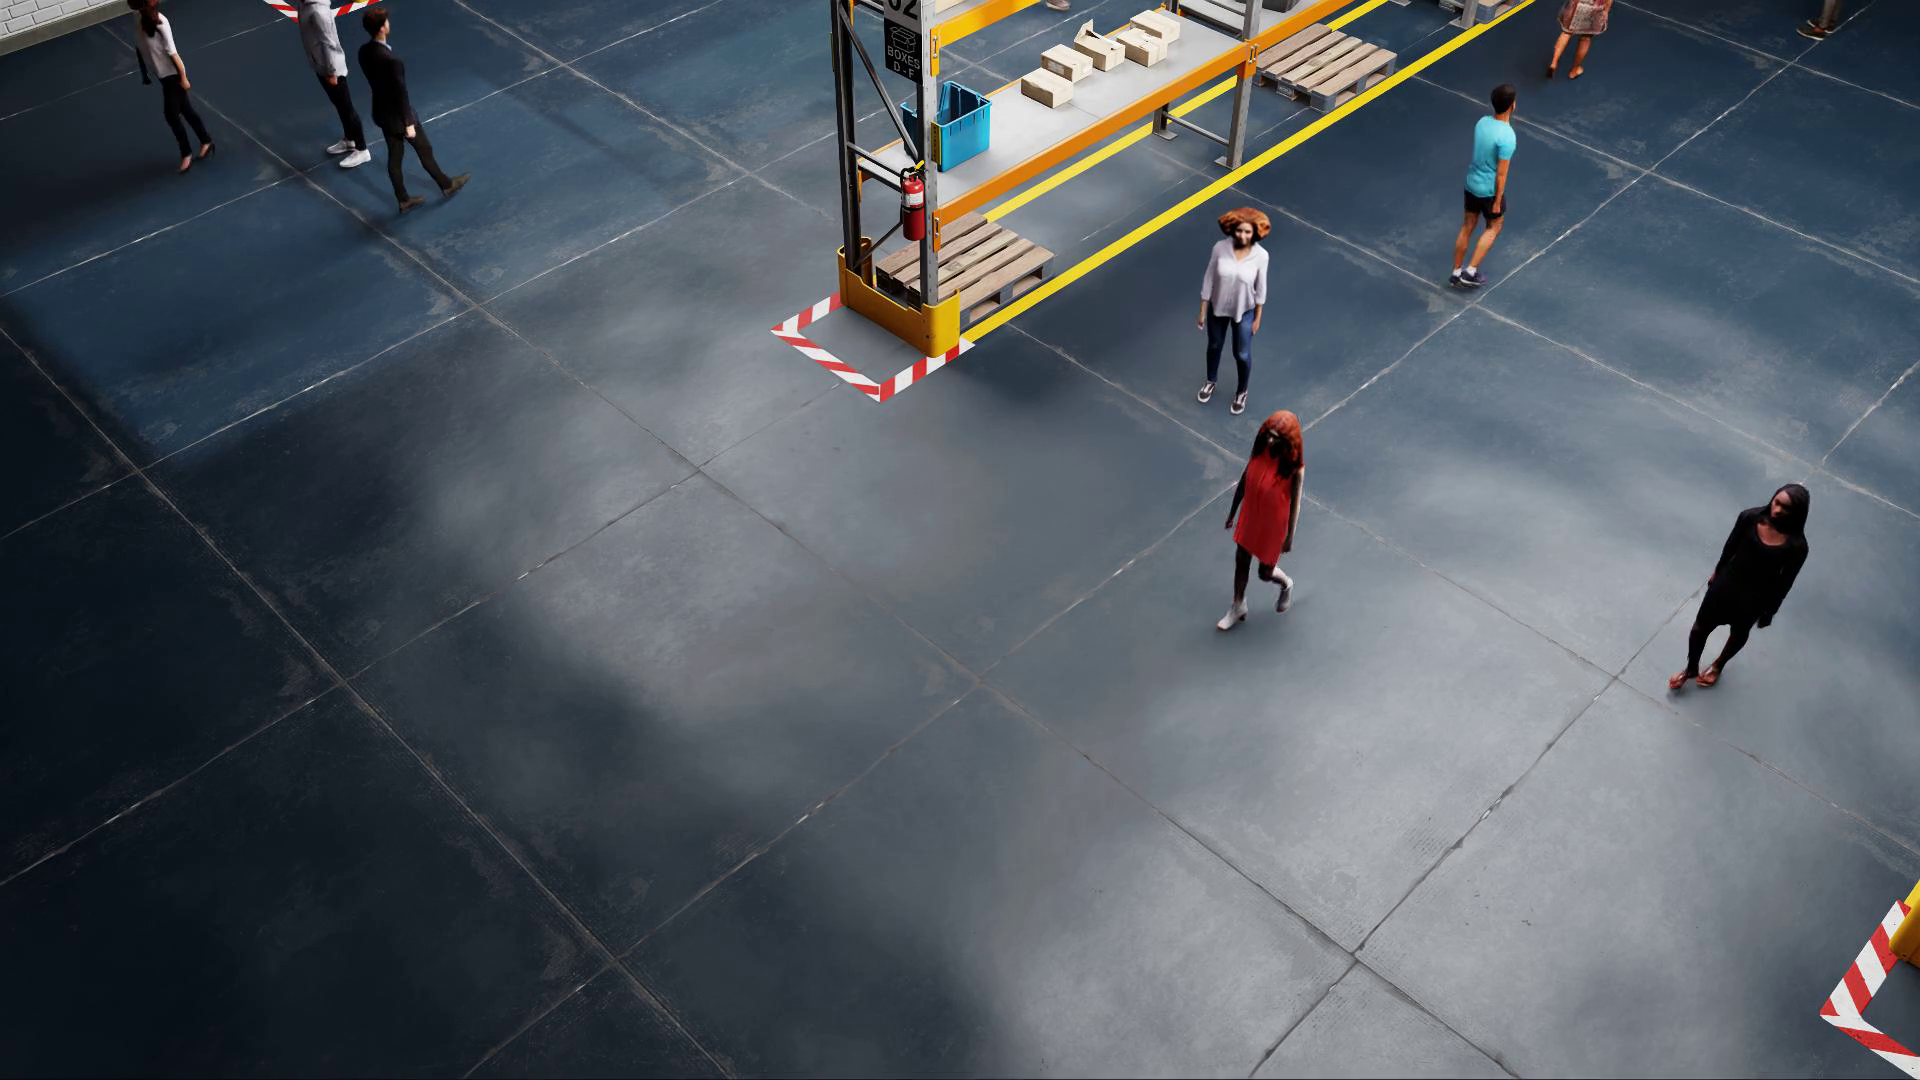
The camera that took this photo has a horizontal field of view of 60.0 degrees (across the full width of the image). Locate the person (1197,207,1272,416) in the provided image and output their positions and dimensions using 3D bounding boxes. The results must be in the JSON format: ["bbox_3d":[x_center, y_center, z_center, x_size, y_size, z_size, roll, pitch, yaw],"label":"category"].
[{"bbox_3d":[2.074,-1.801,12.667,0.736,1.711,0.740,17,46,17],"label":"person"}]

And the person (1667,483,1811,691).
[{"bbox_3d":[5.004,0.276,10.489,0.691,1.710,0.639,-31,52,-29],"label":"person"}]

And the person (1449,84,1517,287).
[{"bbox_3d":[4.301,-2.883,13.772,0.689,1.755,0.726,-13,45,-14],"label":"person"}]

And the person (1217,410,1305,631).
[{"bbox_3d":[2.025,-0.137,10.845,0.810,1.816,0.668,-29,51,-27],"label":"person"}]

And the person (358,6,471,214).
[{"bbox_3d":[-5.000,-3.701,14.549,0.794,1.867,0.981,29,51,27],"label":"person"}]

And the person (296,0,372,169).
[{"bbox_3d":[-5.766,-4.361,15.196,0.642,1.930,0.716,-27,50,-25],"label":"person"}]

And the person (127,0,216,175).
[{"bbox_3d":[-7.142,-4.270,15.211,0.678,1.779,0.782,27,50,25],"label":"person"}]

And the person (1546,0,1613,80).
[{"bbox_3d":[6.130,-5.255,16.348,0.705,1.636,0.894,30,51,28],"label":"person"}]
